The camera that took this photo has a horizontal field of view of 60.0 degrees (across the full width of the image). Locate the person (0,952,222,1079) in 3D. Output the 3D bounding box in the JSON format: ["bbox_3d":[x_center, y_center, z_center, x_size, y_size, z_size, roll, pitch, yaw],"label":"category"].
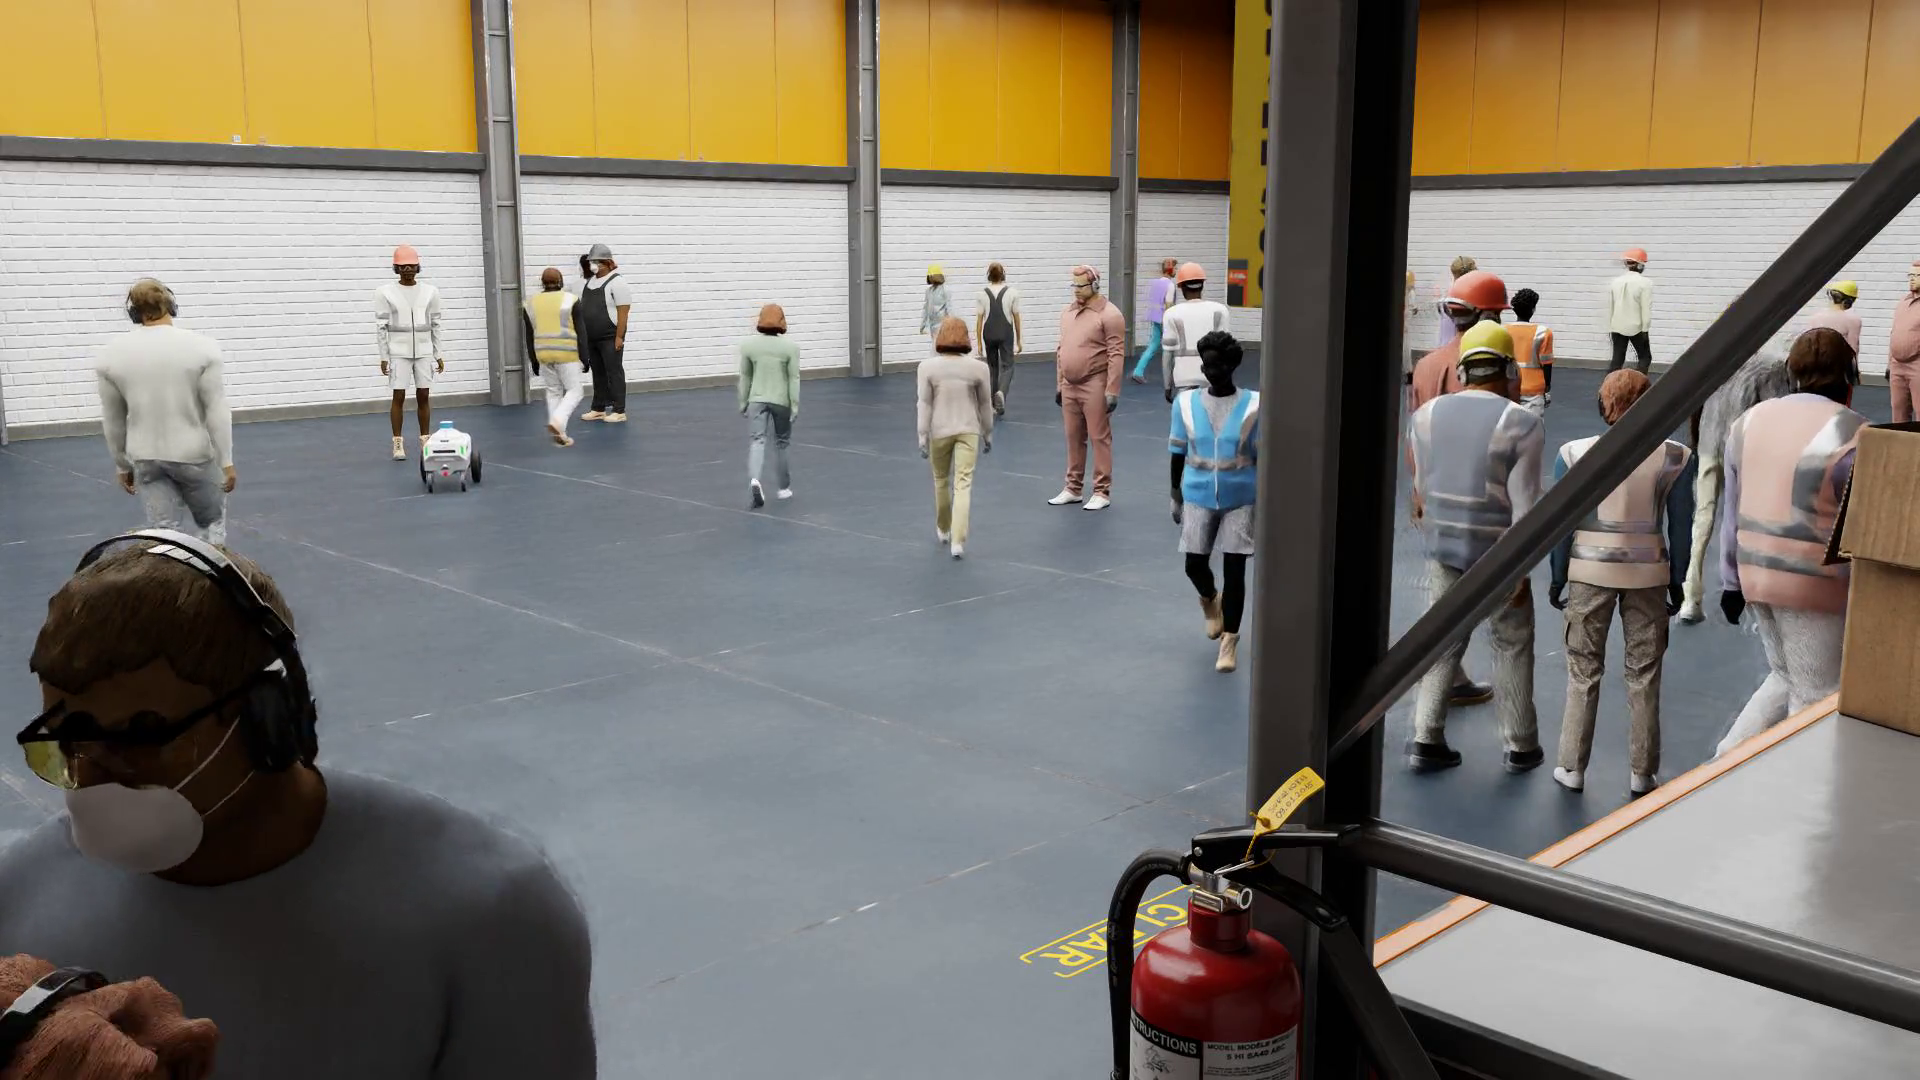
[{"bbox_3d":[-0.650,1.097,1.308,0.601,1.618,0.546,6,12,31],"label":"person"}]

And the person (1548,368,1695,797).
[{"bbox_3d":[2.499,0.168,6.325,0.510,1.639,0.308,3,11,15],"label":"person"}]

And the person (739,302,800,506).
[{"bbox_3d":[-1.526,-1.082,13.250,0.508,1.610,0.751,1,10,5],"label":"person"}]

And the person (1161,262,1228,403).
[{"bbox_3d":[1.935,-1.324,13.721,0.571,1.903,0.633,-1,10,-3],"label":"person"}]

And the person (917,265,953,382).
[{"bbox_3d":[-0.400,-3.040,23.618,0.851,1.706,0.509,-9,14,-40],"label":"person"}]

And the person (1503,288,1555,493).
[{"bbox_3d":[4.628,-1.222,13.747,0.532,1.697,0.319,6,12,31],"label":"person"}]

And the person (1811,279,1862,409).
[{"bbox_3d":[8.249,-1.613,15.825,0.815,1.733,0.526,-6,12,-28],"label":"person"}]

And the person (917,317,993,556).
[{"bbox_3d":[-0.033,-0.709,11.241,0.515,1.577,0.879,0,10,-2],"label":"person"}]

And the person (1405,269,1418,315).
[{"bbox_3d":[7.486,-3.985,28.256,0.558,1.907,0.829,8,13,37],"label":"person"}]

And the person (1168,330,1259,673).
[{"bbox_3d":[1.305,-0.208,8.275,0.541,1.680,0.513,4,11,19],"label":"person"}]

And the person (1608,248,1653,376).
[{"bbox_3d":[8.327,-2.608,20.546,0.701,1.967,0.661,-6,12,-30],"label":"person"}]

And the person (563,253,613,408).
[{"bbox_3d":[-4.584,-2.538,20.302,0.607,1.930,0.951,8,13,36],"label":"person"}]

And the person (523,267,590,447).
[{"bbox_3d":[-4.046,-1.816,16.646,0.636,1.820,0.530,2,11,13],"label":"person"}]

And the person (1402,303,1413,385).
[{"bbox_3d":[3.830,-1.598,15.234,0.615,1.899,0.673,9,14,40],"label":"person"}]

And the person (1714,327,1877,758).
[{"bbox_3d":[2.893,0.185,5.716,0.454,1.823,0.624,-2,11,-10],"label":"person"}]

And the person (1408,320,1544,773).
[{"bbox_3d":[2.039,0.035,6.608,0.607,1.799,0.608,-9,14,-42],"label":"person"}]

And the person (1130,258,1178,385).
[{"bbox_3d":[2.901,-3.112,23.745,0.936,1.810,0.566,-4,11,-21],"label":"person"}]

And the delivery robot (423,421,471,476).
[{"bbox_3d":[-4.347,-0.765,14.115,0.477,0.478,0.707,-2,11,-12],"label":"delivery robot"}]

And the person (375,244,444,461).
[{"bbox_3d":[-5.221,-1.781,15.845,0.609,2.044,0.396,-6,12,-31],"label":"person"}]

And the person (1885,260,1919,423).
[{"bbox_3d":[8.657,-1.576,15.102,0.407,1.910,0.640,-2,11,-13],"label":"person"}]

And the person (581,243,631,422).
[{"bbox_3d":[-4.112,-2.370,19.069,0.682,2.000,0.537,8,13,38],"label":"person"}]

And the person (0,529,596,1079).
[{"bbox_3d":[-0.661,0.901,1.710,0.635,1.890,1.009,0,10,-2],"label":"person"}]

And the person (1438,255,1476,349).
[{"bbox_3d":[4.779,-1.744,15.959,0.374,1.937,0.635,0,10,1],"label":"person"}]

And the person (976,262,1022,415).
[{"bbox_3d":[0.448,-2.348,19.539,0.536,1.830,0.668,2,11,10],"label":"person"}]

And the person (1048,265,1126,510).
[{"bbox_3d":[0.976,-1.186,12.993,0.401,1.905,0.641,-9,14,-40],"label":"person"}]

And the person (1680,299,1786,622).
[{"bbox_3d":[4.306,-0.466,9.297,0.512,1.823,0.980,8,13,37],"label":"person"}]

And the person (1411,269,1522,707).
[{"bbox_3d":[2.214,-0.200,7.391,0.511,1.982,0.637,-5,12,-26],"label":"person"}]

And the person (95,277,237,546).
[{"bbox_3d":[-4.120,-0.407,8.722,0.657,1.912,0.575,-2,11,-8],"label":"person"}]
